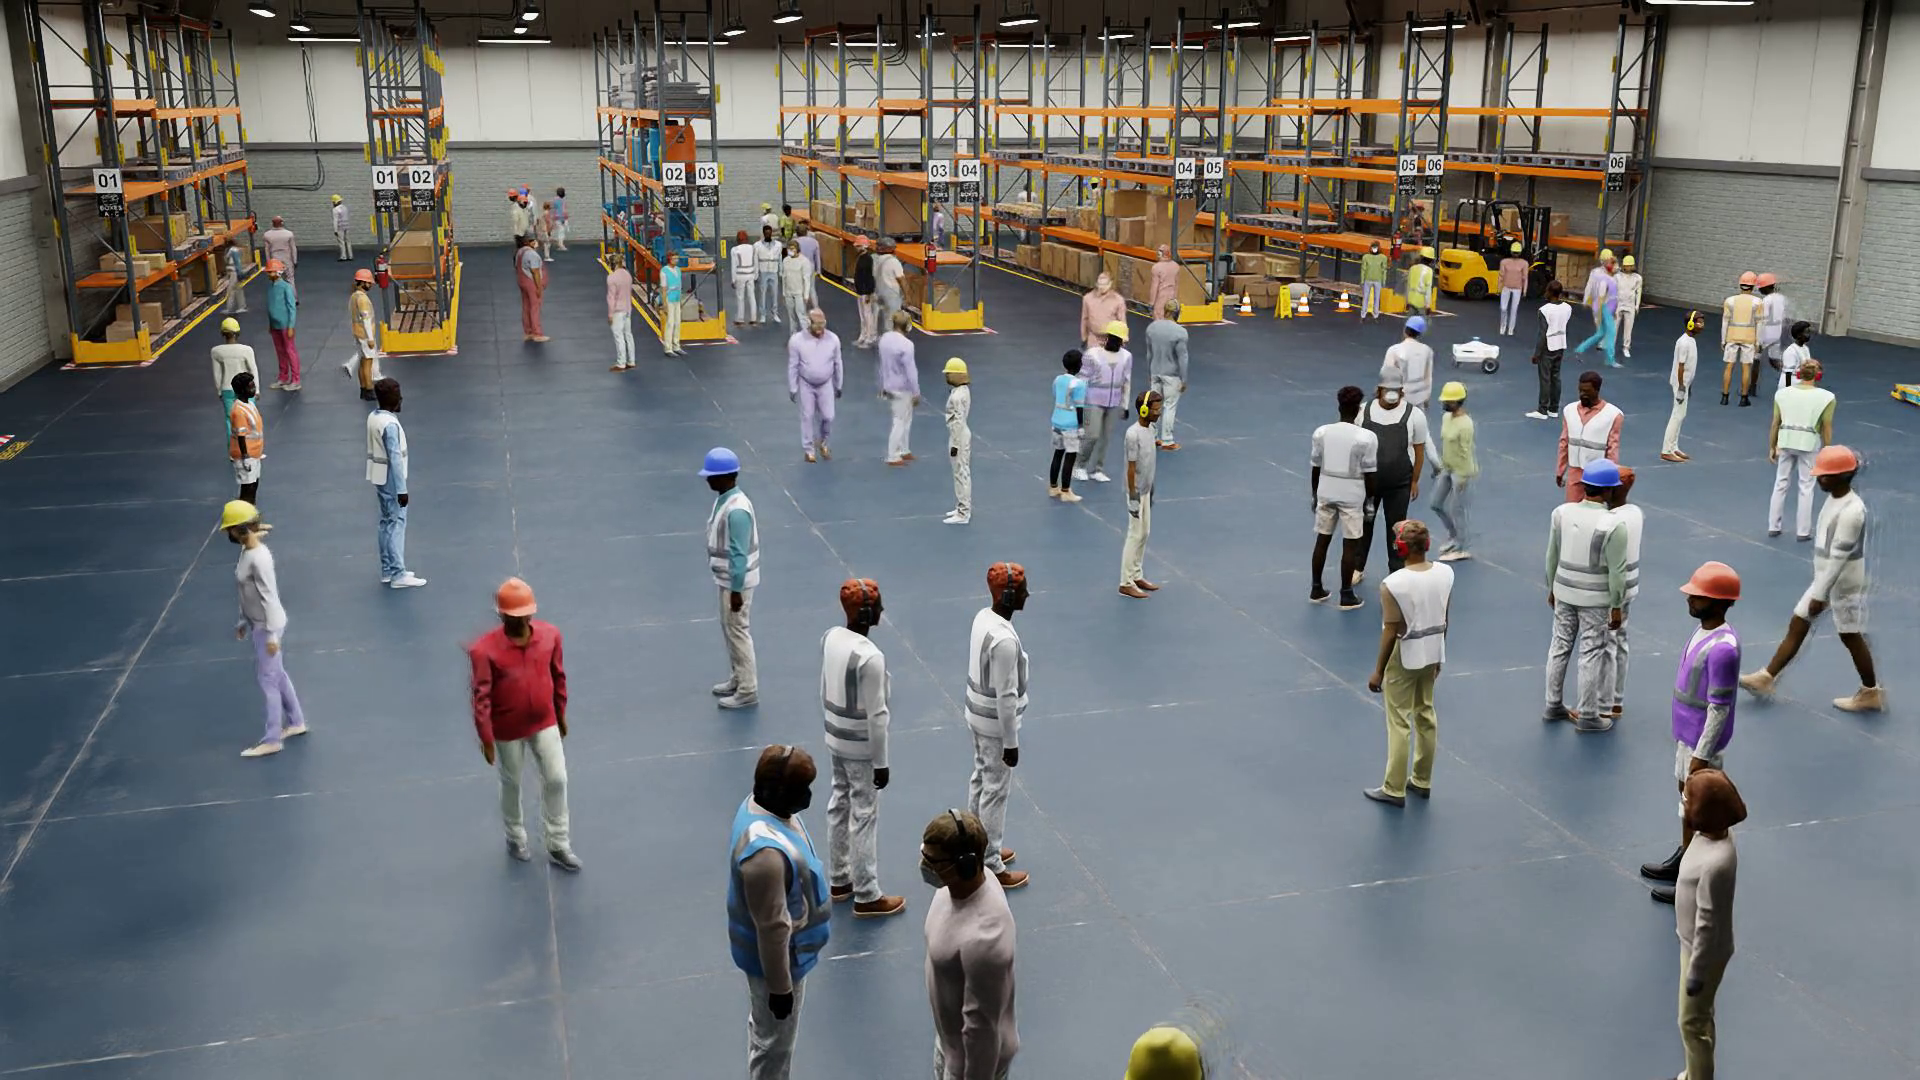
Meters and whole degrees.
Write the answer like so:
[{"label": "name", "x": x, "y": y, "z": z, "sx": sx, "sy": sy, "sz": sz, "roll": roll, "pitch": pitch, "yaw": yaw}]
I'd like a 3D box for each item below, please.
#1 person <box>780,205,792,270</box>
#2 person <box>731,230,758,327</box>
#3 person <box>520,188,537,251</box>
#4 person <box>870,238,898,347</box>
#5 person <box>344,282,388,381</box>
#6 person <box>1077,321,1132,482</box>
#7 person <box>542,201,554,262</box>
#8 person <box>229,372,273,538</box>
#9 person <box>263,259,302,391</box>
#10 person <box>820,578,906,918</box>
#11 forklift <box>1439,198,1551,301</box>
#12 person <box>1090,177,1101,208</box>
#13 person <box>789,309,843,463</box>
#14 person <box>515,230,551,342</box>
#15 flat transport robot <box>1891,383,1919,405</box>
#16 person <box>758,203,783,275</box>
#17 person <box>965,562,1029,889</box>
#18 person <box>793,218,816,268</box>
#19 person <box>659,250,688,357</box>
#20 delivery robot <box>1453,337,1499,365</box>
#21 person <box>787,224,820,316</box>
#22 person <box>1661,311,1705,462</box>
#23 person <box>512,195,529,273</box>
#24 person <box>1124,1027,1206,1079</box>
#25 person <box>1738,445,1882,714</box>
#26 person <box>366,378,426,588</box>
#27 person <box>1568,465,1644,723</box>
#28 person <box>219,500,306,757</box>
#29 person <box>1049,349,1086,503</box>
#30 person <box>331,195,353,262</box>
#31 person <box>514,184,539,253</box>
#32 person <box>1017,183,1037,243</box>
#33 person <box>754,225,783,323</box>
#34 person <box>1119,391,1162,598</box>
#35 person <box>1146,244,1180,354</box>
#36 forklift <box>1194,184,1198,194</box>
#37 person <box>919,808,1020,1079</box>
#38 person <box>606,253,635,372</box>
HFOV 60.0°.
[{"label": "person", "x": -4.556, "y": -7.868, "z": 43.269, "sx": 0.363, "sy": 1.672, "sz": 0.606, "roll": 4, "pitch": 15, "yaw": 14}, {"label": "person", "x": -4.200, "y": -5.115, "z": 32.487, "sx": 0.582, "sy": 1.883, "sz": 0.337, "roll": -9, "pitch": 18, "yaw": -32}, {"label": "person", "x": -12.040, "y": -8.767, "z": 46.126, "sx": 0.611, "sy": 1.938, "sz": 0.412, "roll": 1, "pitch": 15, "yaw": 3}, {"label": "person", "x": -1.400, "y": -4.439, "z": 29.836, "sx": 0.627, "sy": 1.941, "sz": 0.372, "roll": -4, "pitch": 15, "yaw": -13}, {"label": "person", "x": -9.366, "y": -3.288, "z": 26.096, "sx": 0.552, "sy": 1.624, "sz": 0.526, "roll": -11, "pitch": 18, "yaw": -35}, {"label": "person", "x": 1.693, "y": -1.585, "z": 19.195, "sx": 0.624, "sy": 1.888, "sz": 0.501, "roll": -7, "pitch": 16, "yaw": -24}, {"label": "person", "x": -11.271, "y": -8.441, "z": 45.490, "sx": 0.316, "sy": 1.633, "sz": 0.514, "roll": -4, "pitch": 15, "yaw": -15}, {"label": "person", "x": -7.219, "y": -0.866, "z": 16.873, "sx": 0.321, "sy": 1.689, "sz": 0.530, "roll": -2, "pitch": 15, "yaw": -8}, {"label": "person", "x": -10.361, "y": -3.285, "z": 25.382, "sx": 0.611, "sy": 1.996, "sz": 0.378, "roll": 11, "pitch": 18, "yaw": 34}, {"label": "person", "x": -0.552, "y": 1.118, "z": 9.032, "sx": 0.358, "sy": 1.882, "sz": 0.574, "roll": -9, "pitch": 17, "yaw": -31}, {"label": "forklift", "x": 11.913, "y": -6.508, "z": 37.130, "sx": 2.313, "sy": 2.155, "sz": 1.214, "roll": -4, "pitch": 15, "yaw": -15}, {"label": "person", "x": 4.265, "y": -10.495, "z": 52.646, "sx": 0.371, "sy": 1.927, "sz": 0.588, "roll": 5, "pitch": 16, "yaw": 17}, {"label": "person", "x": -1.758, "y": -1.879, "z": 20.309, "sx": 0.687, "sy": 1.887, "sz": 0.426, "roll": -4, "pitch": 15, "yaw": -15}, {"label": "person", "x": -7.825, "y": -4.676, "z": 30.531, "sx": 0.536, "sy": 2.000, "sz": 0.680, "roll": -12, "pitch": 19, "yaw": -38}, {"label": "flat transport robot", "x": 14.138, "y": -2.063, "z": 24.090, "sx": 0.652, "sy": 0.197, "sz": 1.431, "roll": 2, "pitch": 15, "yaw": 6}, {"label": "person", "x": -4.850, "y": -7.632, "z": 42.151, "sx": 0.715, "sy": 1.798, "sz": 0.478, "roll": -13, "pitch": 19, "yaw": -39}, {"label": "person", "x": 0.211, "y": 1.034, "z": 9.373, "sx": 0.355, "sy": 1.876, "sz": 0.574, "roll": -3, "pitch": 15, "yaw": -11}, {"label": "person", "x": -3.435, "y": -6.175, "z": 36.581, "sx": 0.506, "sy": 1.839, "sz": 0.832, "roll": -5, "pitch": 16, "yaw": -19}, {"label": "person", "x": -4.983, "y": -4.079, "z": 28.690, "sx": 0.404, "sy": 1.831, "sz": 0.576, "roll": 5, "pitch": 16, "yaw": 19}, {"label": "delivery robot", "x": 8.410, "y": -3.063, "z": 27.131, "sx": 0.707, "sy": 0.478, "sz": 0.477, "roll": 4, "pitch": 15, "yaw": 15}, {"label": "person", "x": -3.181, "y": -5.418, "z": 33.623, "sx": 0.671, "sy": 1.908, "sz": 0.540, "roll": -8, "pitch": 17, "yaw": -27}, {"label": "person", "x": 8.877, "y": -1.882, "z": 20.379, "sx": 0.328, "sy": 1.862, "sz": 0.502, "roll": 9, "pitch": 17, "yaw": 29}, {"label": "person", "x": -11.174, "y": -7.764, "z": 42.310, "sx": 0.581, "sy": 1.961, "sz": 0.691, "roll": 4, "pitch": 15, "yaw": 15}, {"label": "person", "x": 0.646, "y": 2.228, "z": 5.113, "sx": 0.536, "sy": 1.743, "sz": 0.699, "roll": 13, "pitch": 20, "yaw": 40}, {"label": "person", "x": 6.222, "y": 0.288, "z": 11.975, "sx": 1.091, "sy": 1.969, "sz": 0.626, "roll": 4, "pitch": 15, "yaw": 14}, {"label": "person", "x": -5.182, "y": -0.520, "z": 15.132, "sx": 0.375, "sy": 1.915, "sz": 0.599, "roll": -10, "pitch": 18, "yaw": -34}, {"label": "person", "x": 4.588, "y": 0.396, "z": 11.753, "sx": 0.356, "sy": 1.881, "sz": 0.575, "roll": 13, "pitch": 20, "yaw": 41}, {"label": "person", "x": -4.753, "y": 0.580, "z": 11.335, "sx": 0.390, "sy": 1.761, "sz": 0.549, "roll": -9, "pitch": 17, "yaw": -29}, {"label": "person", "x": 1.194, "y": -1.264, "z": 18.387, "sx": 0.325, "sy": 1.689, "sz": 0.546, "roll": -8, "pitch": 17, "yaw": -27}, {"label": "person", "x": -16.862, "y": -8.474, "z": 45.268, "sx": 0.413, "sy": 1.821, "sz": 0.610, "roll": 4, "pitch": 15, "yaw": 15}, {"label": "person", "x": -12.603, "y": -9.291, "z": 48.059, "sx": 0.977, "sy": 1.944, "sz": 0.633, "roll": 5, "pitch": 16, "yaw": 18}, {"label": "person", "x": 2.031, "y": -10.103, "z": 51.371, "sx": 0.650, "sy": 1.819, "sz": 0.638, "roll": -3, "pitch": 15, "yaw": -13}, {"label": "person", "x": -3.817, "y": -5.300, "z": 33.113, "sx": 0.596, "sy": 1.918, "sz": 0.382, "roll": -5, "pitch": 16, "yaw": -20}, {"label": "person", "x": 1.619, "y": -0.413, "z": 14.849, "sx": 0.326, "sy": 1.858, "sz": 0.520, "roll": 7, "pitch": 17, "yaw": 25}, {"label": "person", "x": 3.501, "y": -4.164, "z": 28.854, "sx": 0.641, "sy": 1.913, "sz": 0.407, "roll": -13, "pitch": 19, "yaw": -39}, {"label": "forklift", "x": 7.392, "y": -11.333, "z": 53.972, "sx": 1.873, "sy": 2.768, "sz": 1.129, "roll": -4, "pitch": 15, "yaw": -15}, {"label": "person", "x": 0.027, "y": 1.877, "z": 6.088, "sx": 0.375, "sy": 1.933, "sz": 0.625, "roll": -2, "pitch": 15, "yaw": -8}, {"label": "person", "x": -5.532, "y": -3.696, "z": 27.072, "sx": 0.367, "sy": 1.932, "sz": 0.623, "roll": 5, "pitch": 16, "yaw": 18}]
